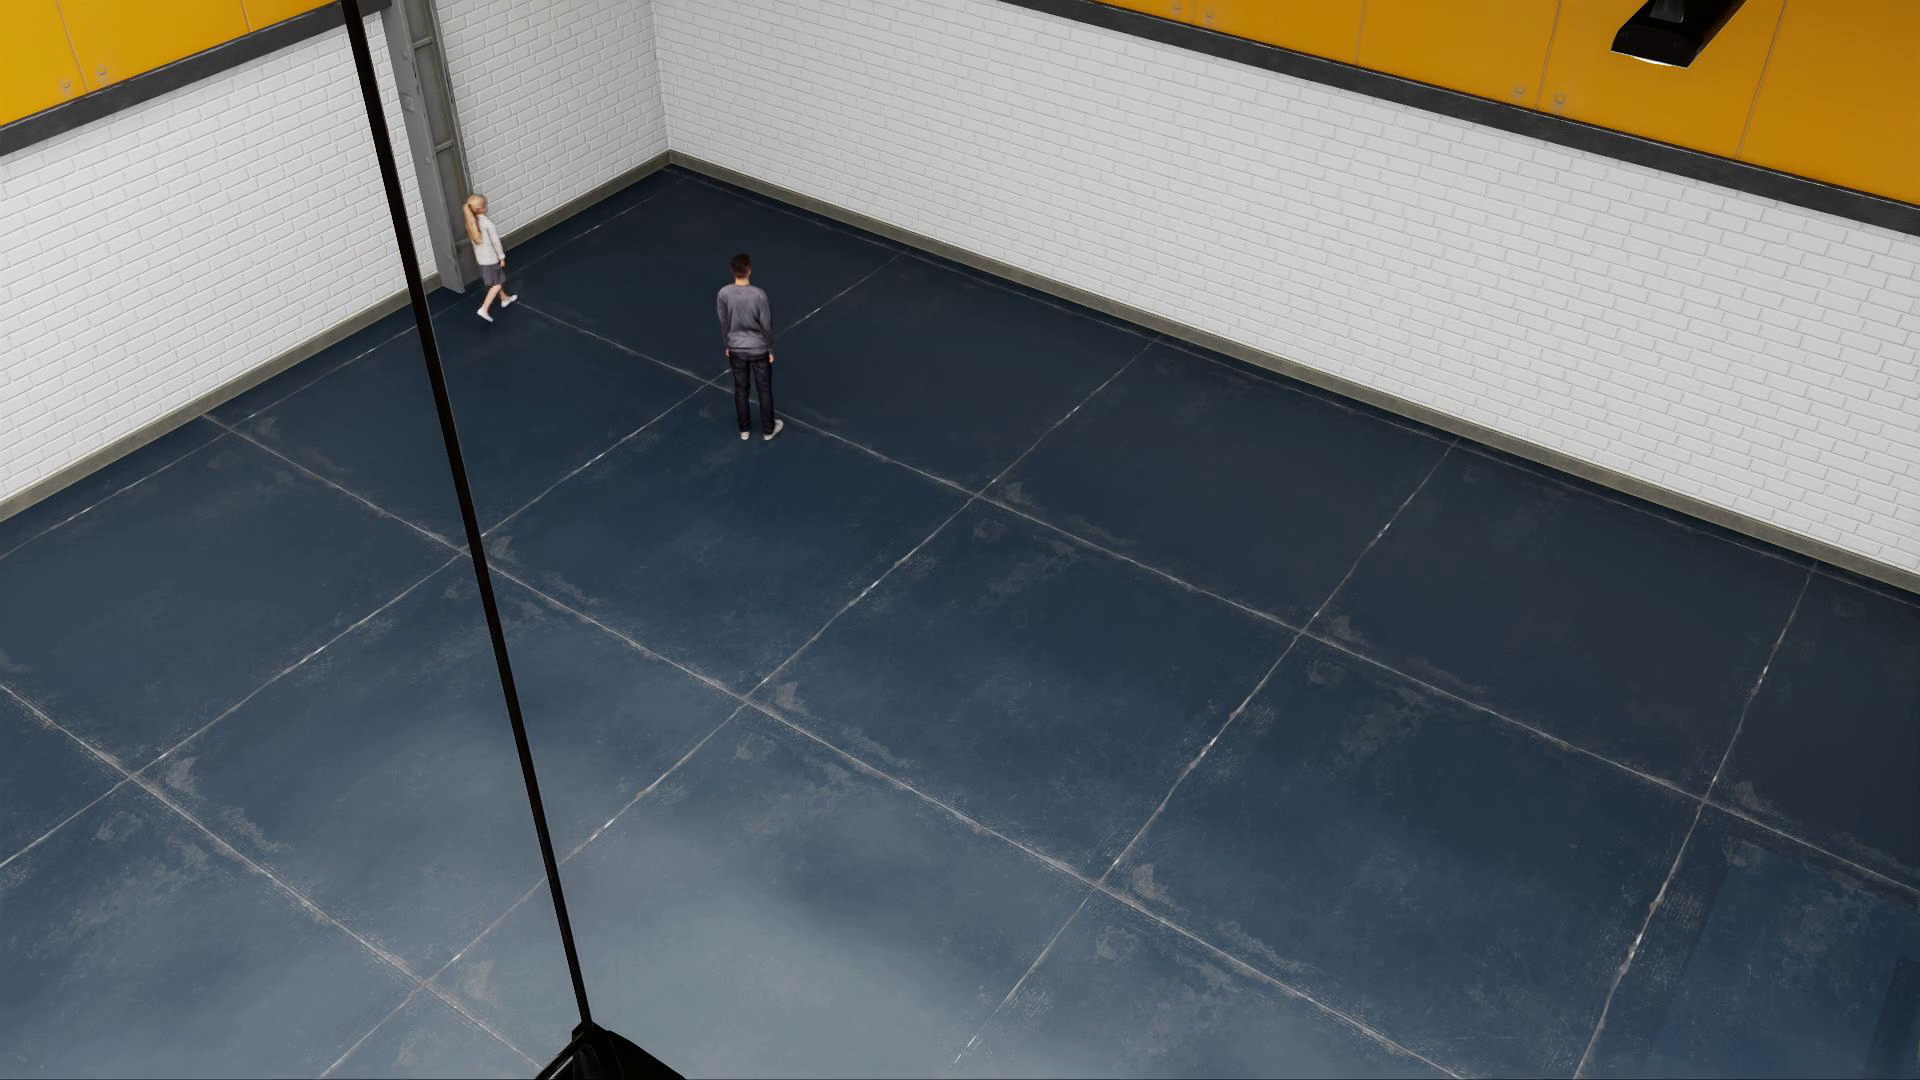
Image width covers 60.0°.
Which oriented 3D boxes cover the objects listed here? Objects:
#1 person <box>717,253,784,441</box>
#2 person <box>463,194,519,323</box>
[{"bbox_3d":[-1.792,-1.634,14.146,0.694,1.760,0.691,5,39,6],"label":"person"},{"bbox_3d":[-4.526,-2.691,15.871,0.512,1.259,0.808,23,44,26],"label":"person"}]
